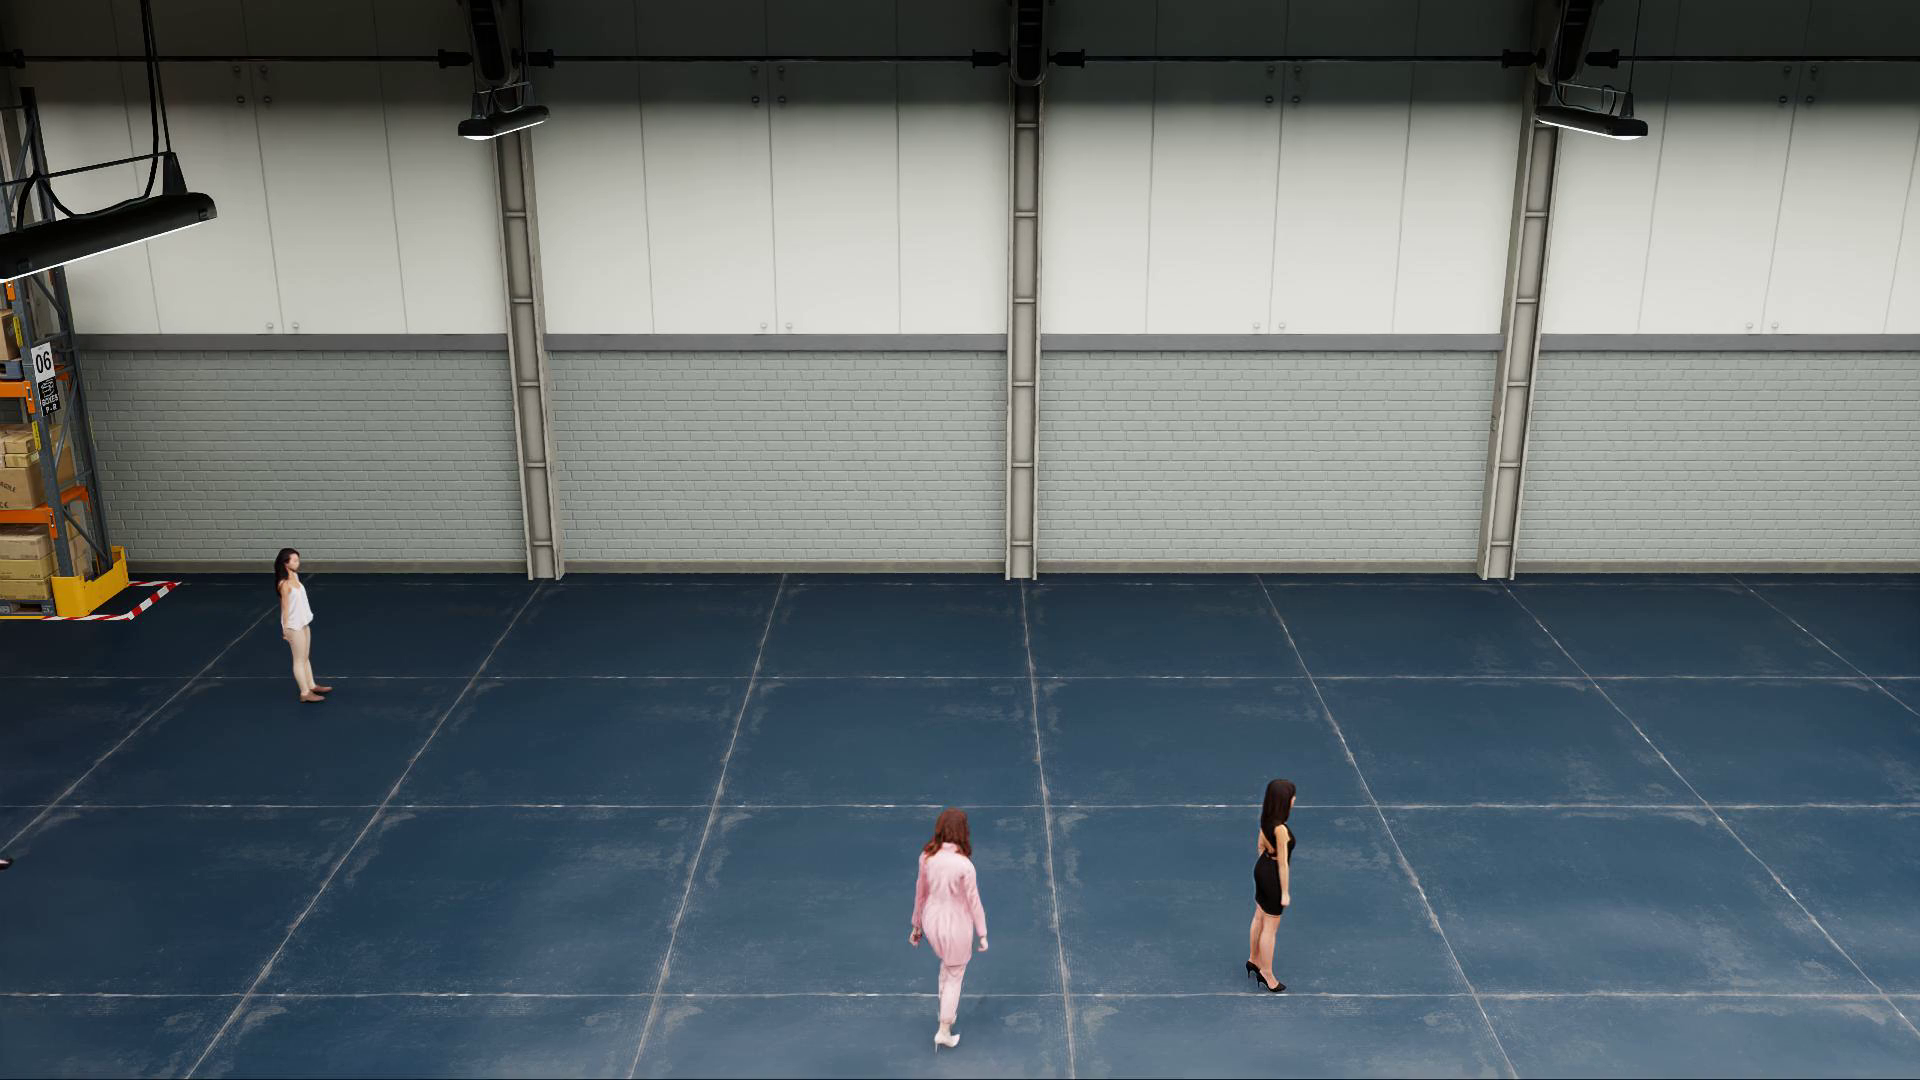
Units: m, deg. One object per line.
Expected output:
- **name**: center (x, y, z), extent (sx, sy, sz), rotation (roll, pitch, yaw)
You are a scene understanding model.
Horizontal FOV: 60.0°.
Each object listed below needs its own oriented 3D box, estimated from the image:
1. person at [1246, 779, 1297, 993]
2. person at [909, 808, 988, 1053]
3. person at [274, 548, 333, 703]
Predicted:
- **person**: center (2.263, 2.490, 12.111), extent (0.555, 1.648, 0.612), rotation (-4, 18, -11)
- **person**: center (-0.066, 2.667, 11.350), extent (0.754, 1.783, 0.839), rotation (11, 21, 31)
- **person**: center (-6.831, 0.866, 17.093), extent (0.562, 1.652, 0.628), rotation (0, 18, 0)
